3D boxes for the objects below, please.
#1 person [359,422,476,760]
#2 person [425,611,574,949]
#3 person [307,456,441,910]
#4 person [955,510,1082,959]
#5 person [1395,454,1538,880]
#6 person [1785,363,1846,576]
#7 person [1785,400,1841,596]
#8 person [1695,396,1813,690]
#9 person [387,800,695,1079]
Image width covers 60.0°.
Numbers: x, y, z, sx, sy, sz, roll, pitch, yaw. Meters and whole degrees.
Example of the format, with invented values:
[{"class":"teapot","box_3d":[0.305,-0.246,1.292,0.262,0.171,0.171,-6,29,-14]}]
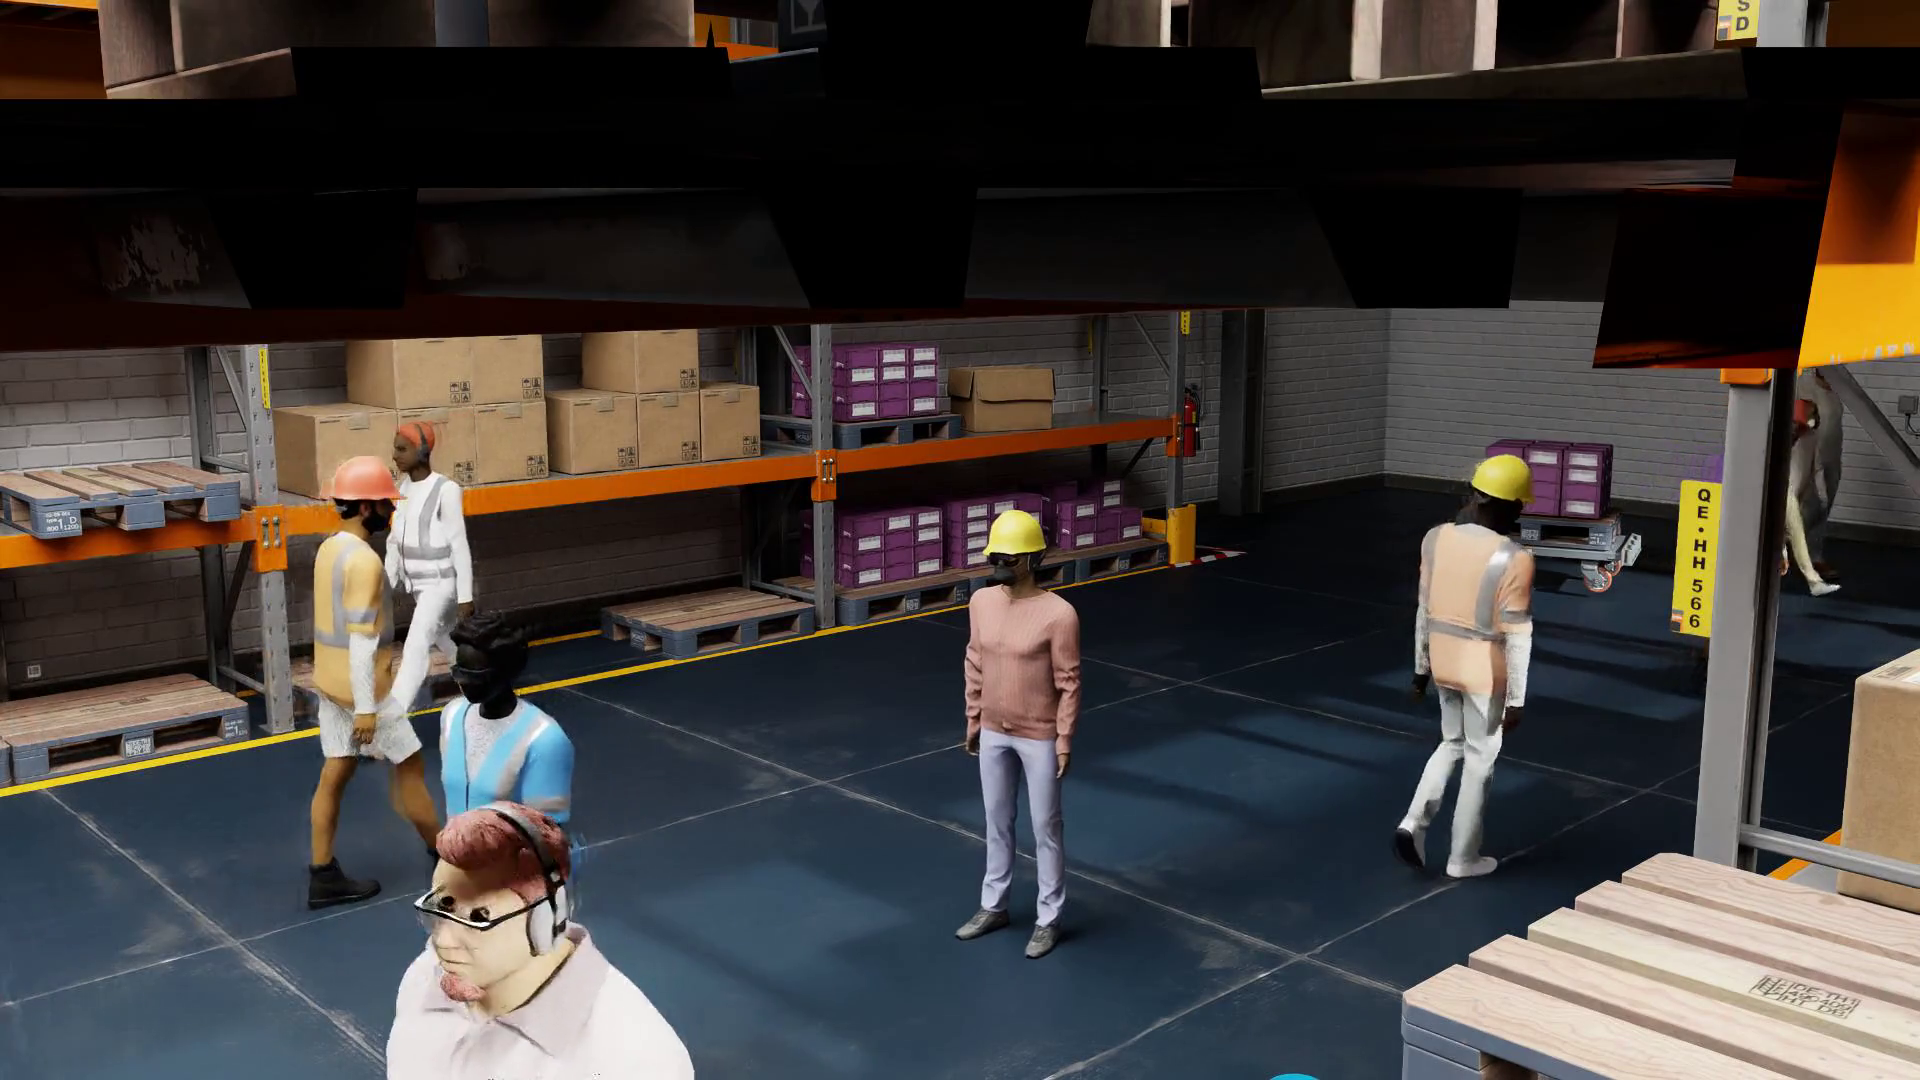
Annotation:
[{"class":"person","box_3d":[-3.009,0.271,9.164,0.990,1.826,0.596,-9,13,-43]},{"class":"person","box_3d":[-1.423,1.047,5.037,0.557,1.676,0.525,6,11,31]},{"class":"person","box_3d":[-2.416,0.589,7.085,0.902,1.900,0.575,-8,12,-37]},{"class":"person","box_3d":[0.230,0.755,6.523,0.526,1.769,0.330,7,12,37]},{"class":"person","box_3d":[2.201,0.572,7.186,0.467,1.903,0.612,-6,12,-33]},{"class":"person","box_3d":[7.343,-0.653,14.285,0.651,1.928,0.514,-7,12,-34]},{"class":"person","box_3d":[6.812,-0.352,13.536,0.518,1.581,0.886,-6,12,-33]},{"class":"person","box_3d":[4.937,0.036,10.374,0.556,1.887,0.588,9,13,43]},{"class":"person","box_3d":[-0.724,1.346,2.768,0.686,1.894,0.565,7,12,34]}]
